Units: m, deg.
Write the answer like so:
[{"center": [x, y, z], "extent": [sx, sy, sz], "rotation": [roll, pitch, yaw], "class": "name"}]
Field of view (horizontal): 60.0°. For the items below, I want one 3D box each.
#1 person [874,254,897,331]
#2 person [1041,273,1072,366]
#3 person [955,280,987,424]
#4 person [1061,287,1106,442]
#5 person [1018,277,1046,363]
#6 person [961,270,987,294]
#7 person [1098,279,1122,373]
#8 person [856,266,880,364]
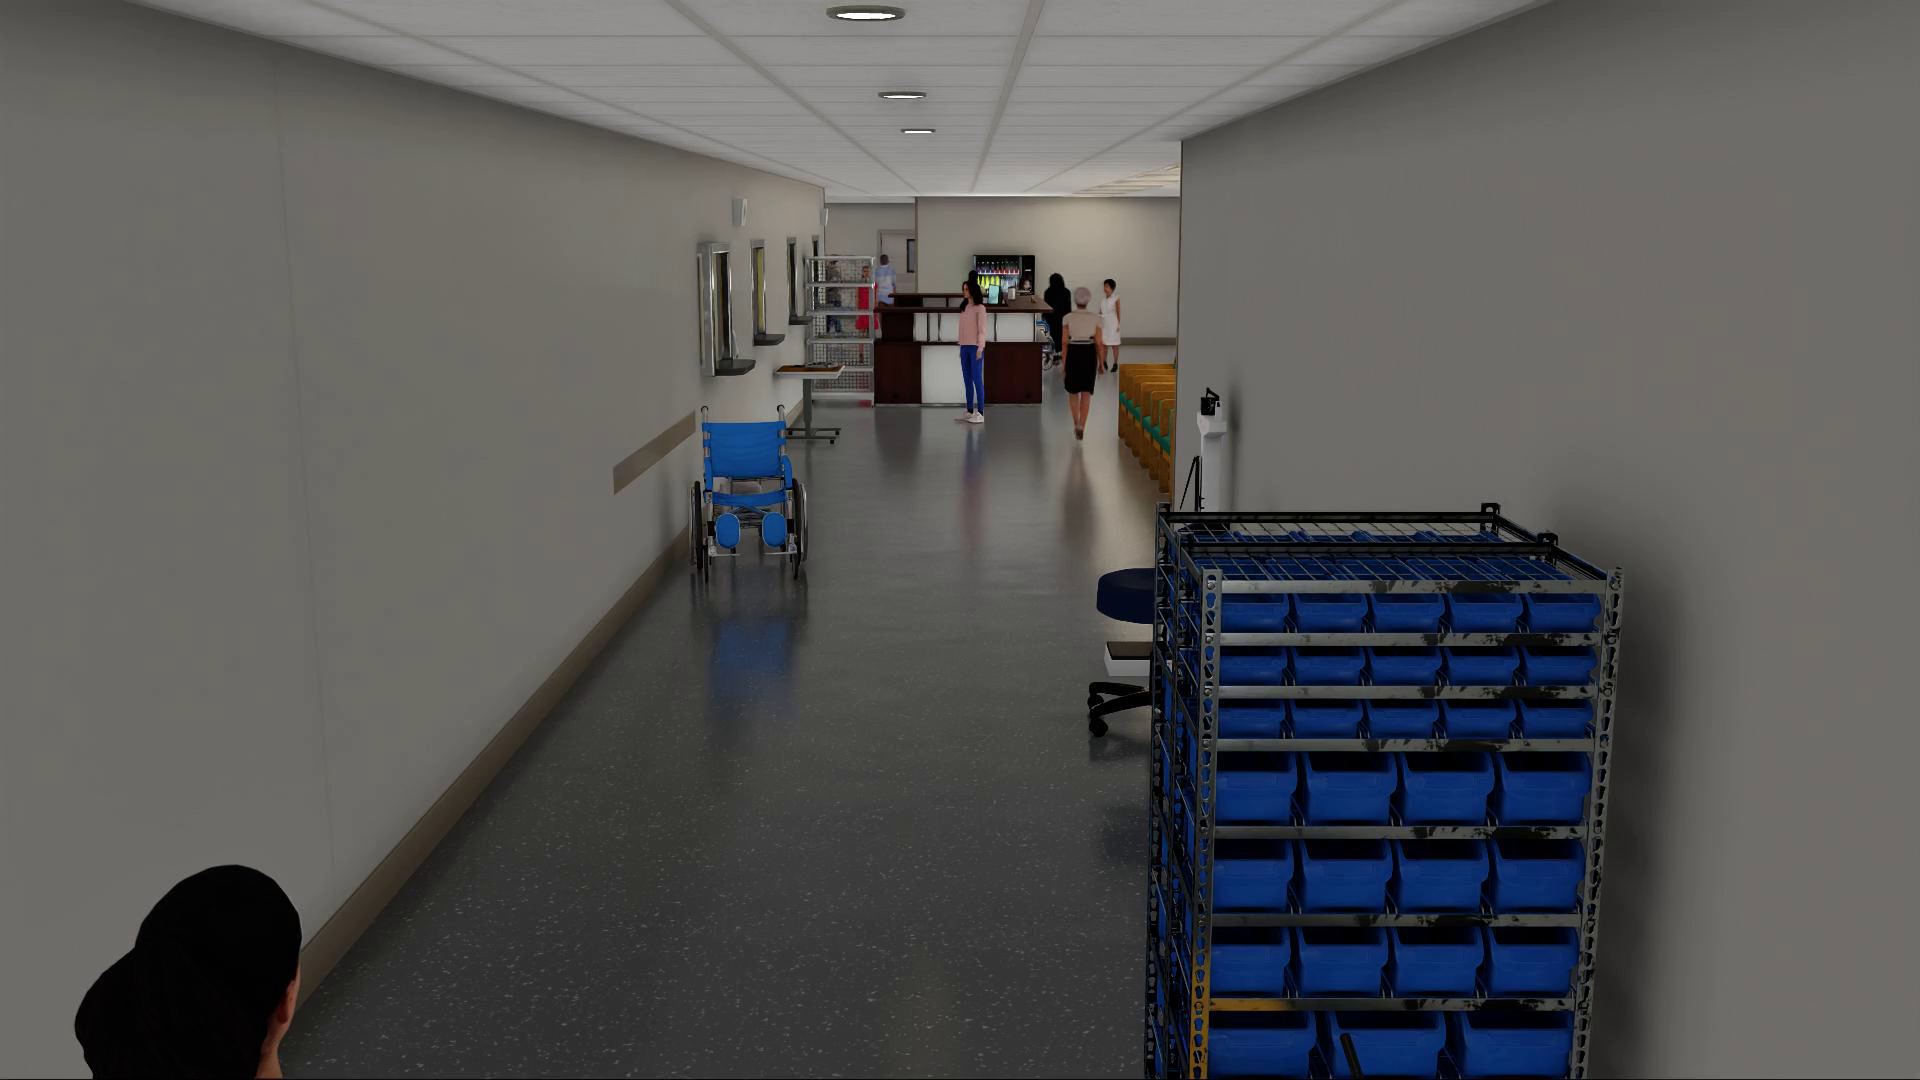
[{"center": [-1.577, -5.048, 34.888], "extent": [1.199, 1.776, 0.924], "rotation": [-2, 11, -11], "class": "person"}, {"center": [1.686, -3.806, 28.879], "extent": [0.950, 1.578, 0.858], "rotation": [-2, 11, -10], "class": "person"}, {"center": [0.159, -2.346, 20.674], "extent": [0.741, 1.768, 0.731], "rotation": [-7, 13, -33], "class": "person"}, {"center": [1.354, -1.919, 18.577], "extent": [1.040, 1.710, 0.755], "rotation": [1, 11, 4], "class": "person"}, {"center": [1.009, -3.826, 29.118], "extent": [0.920, 1.527, 0.663], "rotation": [1, 11, 5], "class": "person"}, {"center": [0.232, -4.053, 30.034], "extent": [0.498, 1.631, 0.698], "rotation": [1, 11, 5], "class": "person"}, {"center": [2.506, -3.592, 27.816], "extent": [0.625, 1.552, 0.703], "rotation": [8, 14, 37], "class": "person"}, {"center": [-1.663, -4.036, 29.685], "extent": [0.531, 1.729, 0.667], "rotation": [-2, 11, -10], "class": "person"}]
